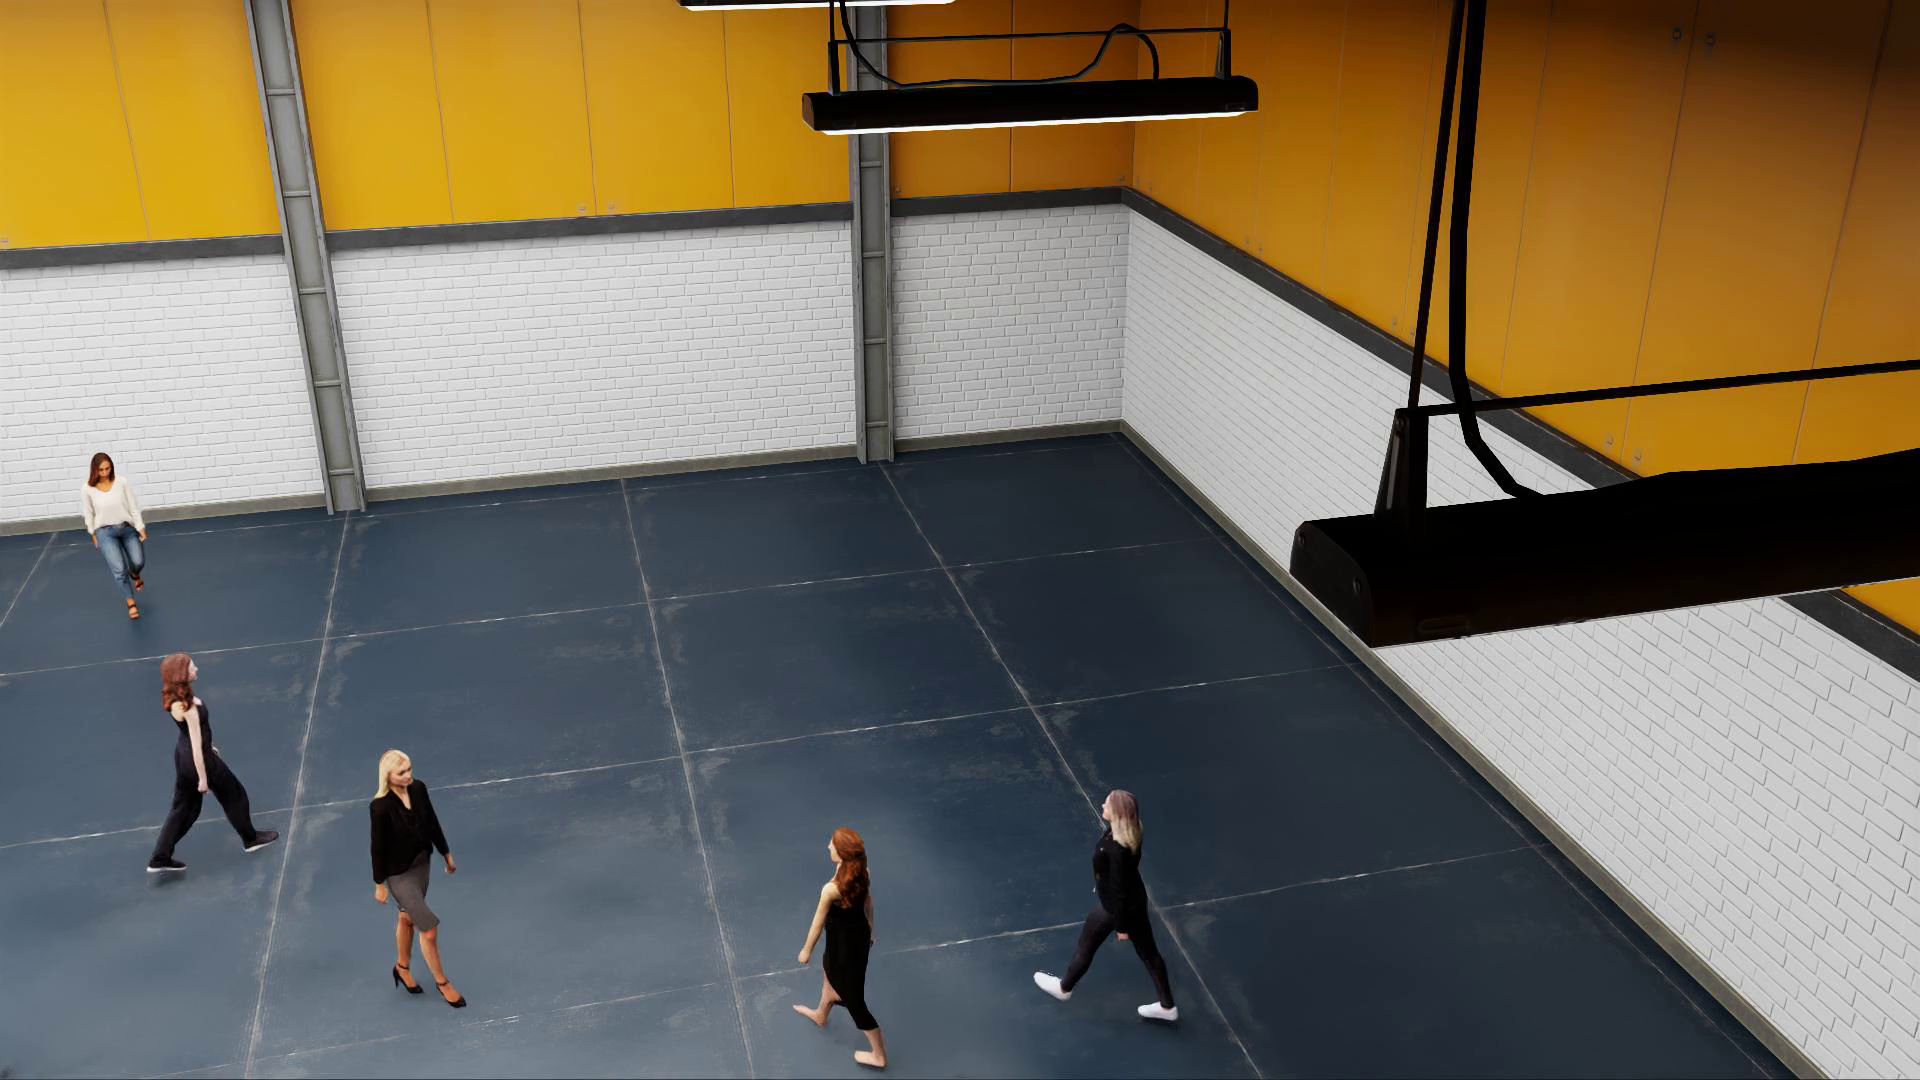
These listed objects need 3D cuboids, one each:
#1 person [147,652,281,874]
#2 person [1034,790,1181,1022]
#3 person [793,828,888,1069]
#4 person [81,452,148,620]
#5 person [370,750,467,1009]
[{"bbox_3d":[-5.537,1.617,11.841,1.212,1.708,0.953,-20,30,-38],"label":"person"},{"bbox_3d":[1.101,2.317,10.334,1.221,1.632,1.096,10,26,22],"label":"person"},{"bbox_3d":[-0.598,2.488,9.994,1.047,1.591,0.980,12,26,25],"label":"person"},{"bbox_3d":[-8.012,-0.091,15.808,0.841,1.659,0.824,-13,27,-27],"label":"person"},{"bbox_3d":[-3.568,2.123,10.542,0.981,1.821,0.898,9,25,21],"label":"person"}]
